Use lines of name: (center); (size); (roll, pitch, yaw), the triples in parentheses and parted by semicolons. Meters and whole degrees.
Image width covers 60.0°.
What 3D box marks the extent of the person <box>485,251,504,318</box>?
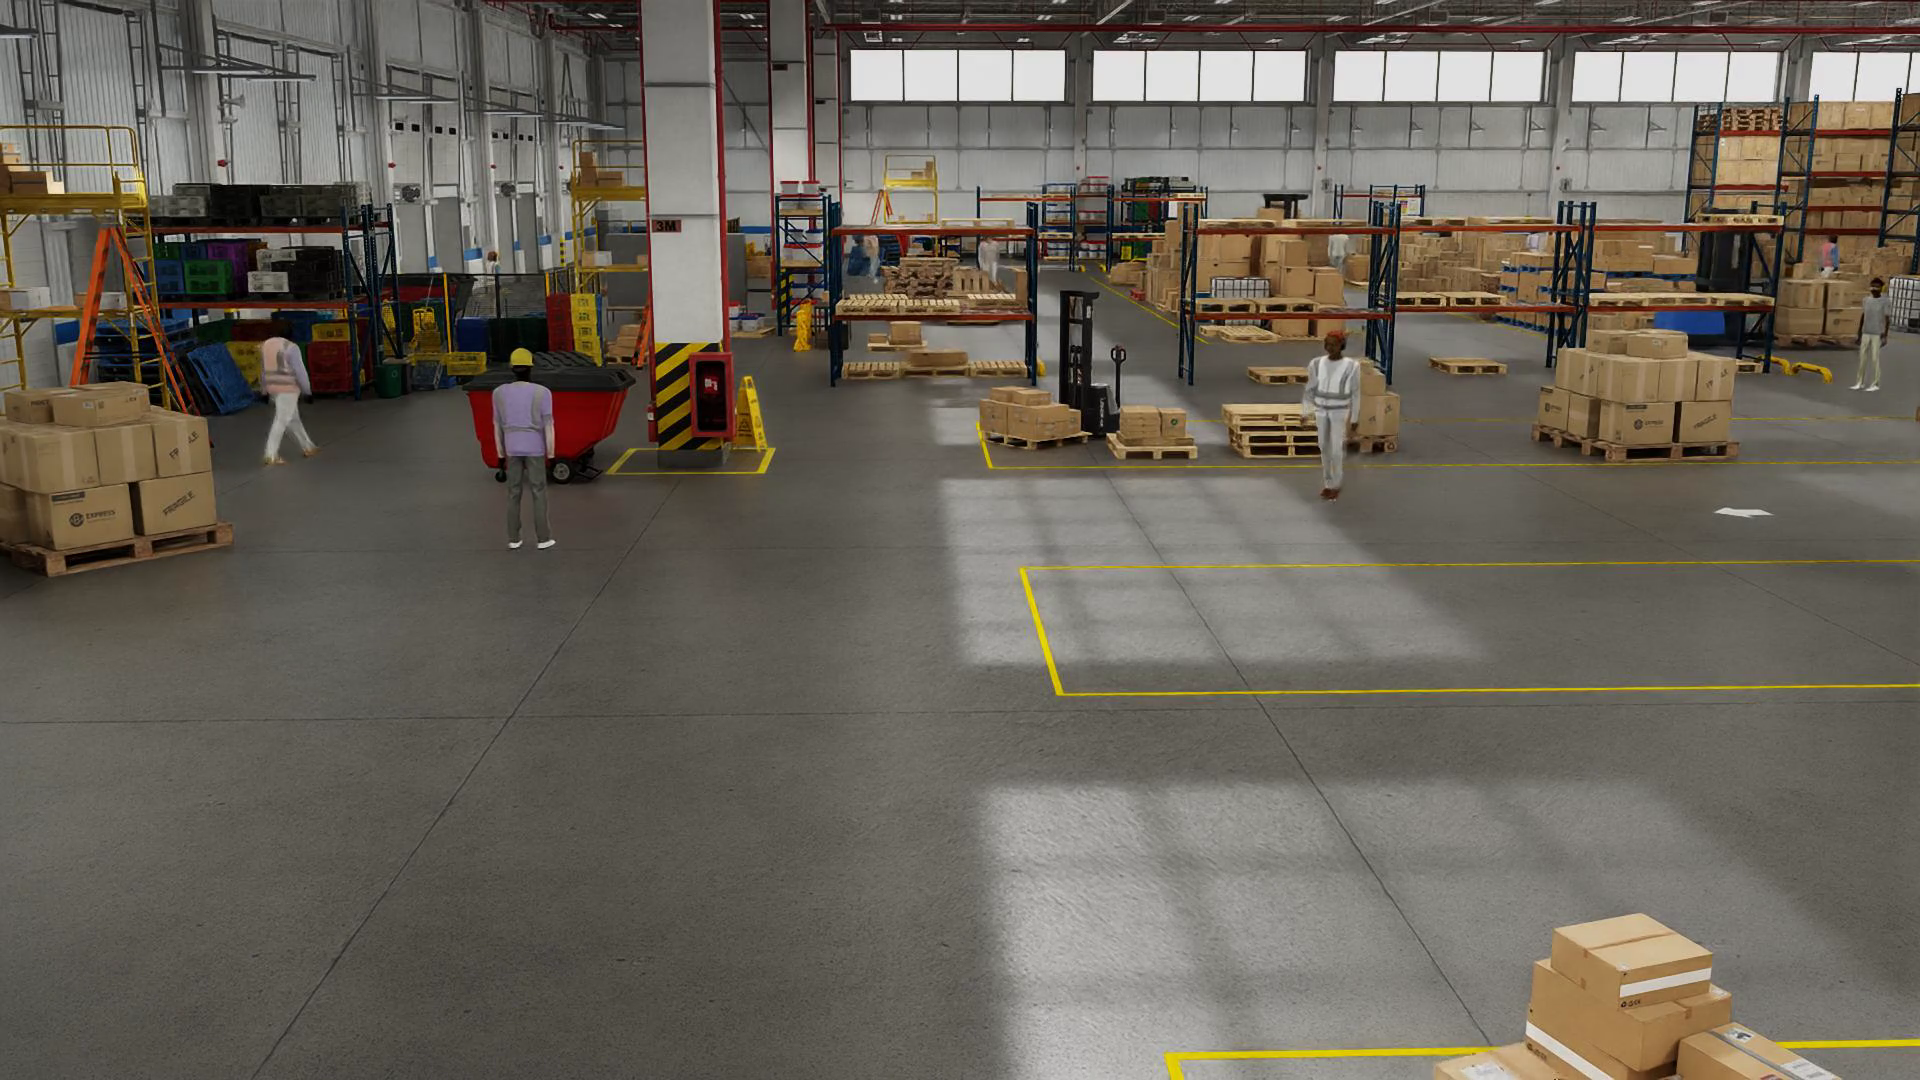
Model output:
person: (-11.467, -6.267, 40.866); (0.515, 1.633, 0.312); (10, 16, 39)

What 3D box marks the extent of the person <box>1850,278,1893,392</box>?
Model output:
person: (14.935, -3.358, 27.222); (0.316, 1.859, 0.526); (-7, 14, -27)

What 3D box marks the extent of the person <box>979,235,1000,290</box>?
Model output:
person: (0.821, -7.800, 47.301); (0.634, 1.852, 1.105); (-3, 13, -12)

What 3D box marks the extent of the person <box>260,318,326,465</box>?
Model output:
person: (-8.295, -1.837, 20.516); (0.646, 1.789, 0.977); (8, 15, 33)

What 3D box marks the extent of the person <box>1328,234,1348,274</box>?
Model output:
person: (11.848, -8.931, 52.250); (0.644, 1.904, 0.820); (0, 12, 2)

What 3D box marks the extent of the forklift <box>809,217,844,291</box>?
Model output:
forklift: (-4.375, -8.619, 48.637); (1.873, 2.768, 1.129); (0, 12, -2)

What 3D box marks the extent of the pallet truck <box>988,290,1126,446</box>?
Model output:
pallet truck: (1.257, -2.299, 22.111); (1.885, 1.965, 0.823); (-9, 15, -35)

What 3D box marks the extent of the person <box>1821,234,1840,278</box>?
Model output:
person: (24.847, -7.848, 47.593); (0.841, 1.819, 0.629); (1, 13, 4)

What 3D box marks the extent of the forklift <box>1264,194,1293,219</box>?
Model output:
forklift: (10.549, -10.123, 55.428); (1.129, 2.768, 1.873); (11, 17, 42)

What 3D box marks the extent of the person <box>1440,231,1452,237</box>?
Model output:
person: (16.779, -10.024, 57.141); (0.630, 1.942, 1.062); (-3, 13, -13)

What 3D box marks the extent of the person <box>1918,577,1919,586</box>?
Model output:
person: (8.599, -0.596, 14.322); (0.535, 2.000, 0.684); (9, 15, 34)

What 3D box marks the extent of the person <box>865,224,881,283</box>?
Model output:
person: (-2.797, -9.248, 53.706); (0.416, 1.897, 0.626); (11, 16, 40)

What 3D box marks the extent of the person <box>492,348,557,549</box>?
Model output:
person: (-4.131, -0.863, 15.817); (0.590, 1.917, 0.406); (1, 13, 5)

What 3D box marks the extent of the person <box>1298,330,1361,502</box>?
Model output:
person: (3.998, -1.341, 18.093); (0.583, 1.861, 0.659); (9, 15, 35)

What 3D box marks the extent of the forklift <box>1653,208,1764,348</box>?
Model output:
forklift: (15.289, -5.339, 33.828); (1.873, 2.768, 1.129); (0, 12, -2)

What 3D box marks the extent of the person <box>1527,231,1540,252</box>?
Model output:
person: (18.107, -9.076, 52.917); (0.568, 1.899, 0.848); (-4, 13, -19)
